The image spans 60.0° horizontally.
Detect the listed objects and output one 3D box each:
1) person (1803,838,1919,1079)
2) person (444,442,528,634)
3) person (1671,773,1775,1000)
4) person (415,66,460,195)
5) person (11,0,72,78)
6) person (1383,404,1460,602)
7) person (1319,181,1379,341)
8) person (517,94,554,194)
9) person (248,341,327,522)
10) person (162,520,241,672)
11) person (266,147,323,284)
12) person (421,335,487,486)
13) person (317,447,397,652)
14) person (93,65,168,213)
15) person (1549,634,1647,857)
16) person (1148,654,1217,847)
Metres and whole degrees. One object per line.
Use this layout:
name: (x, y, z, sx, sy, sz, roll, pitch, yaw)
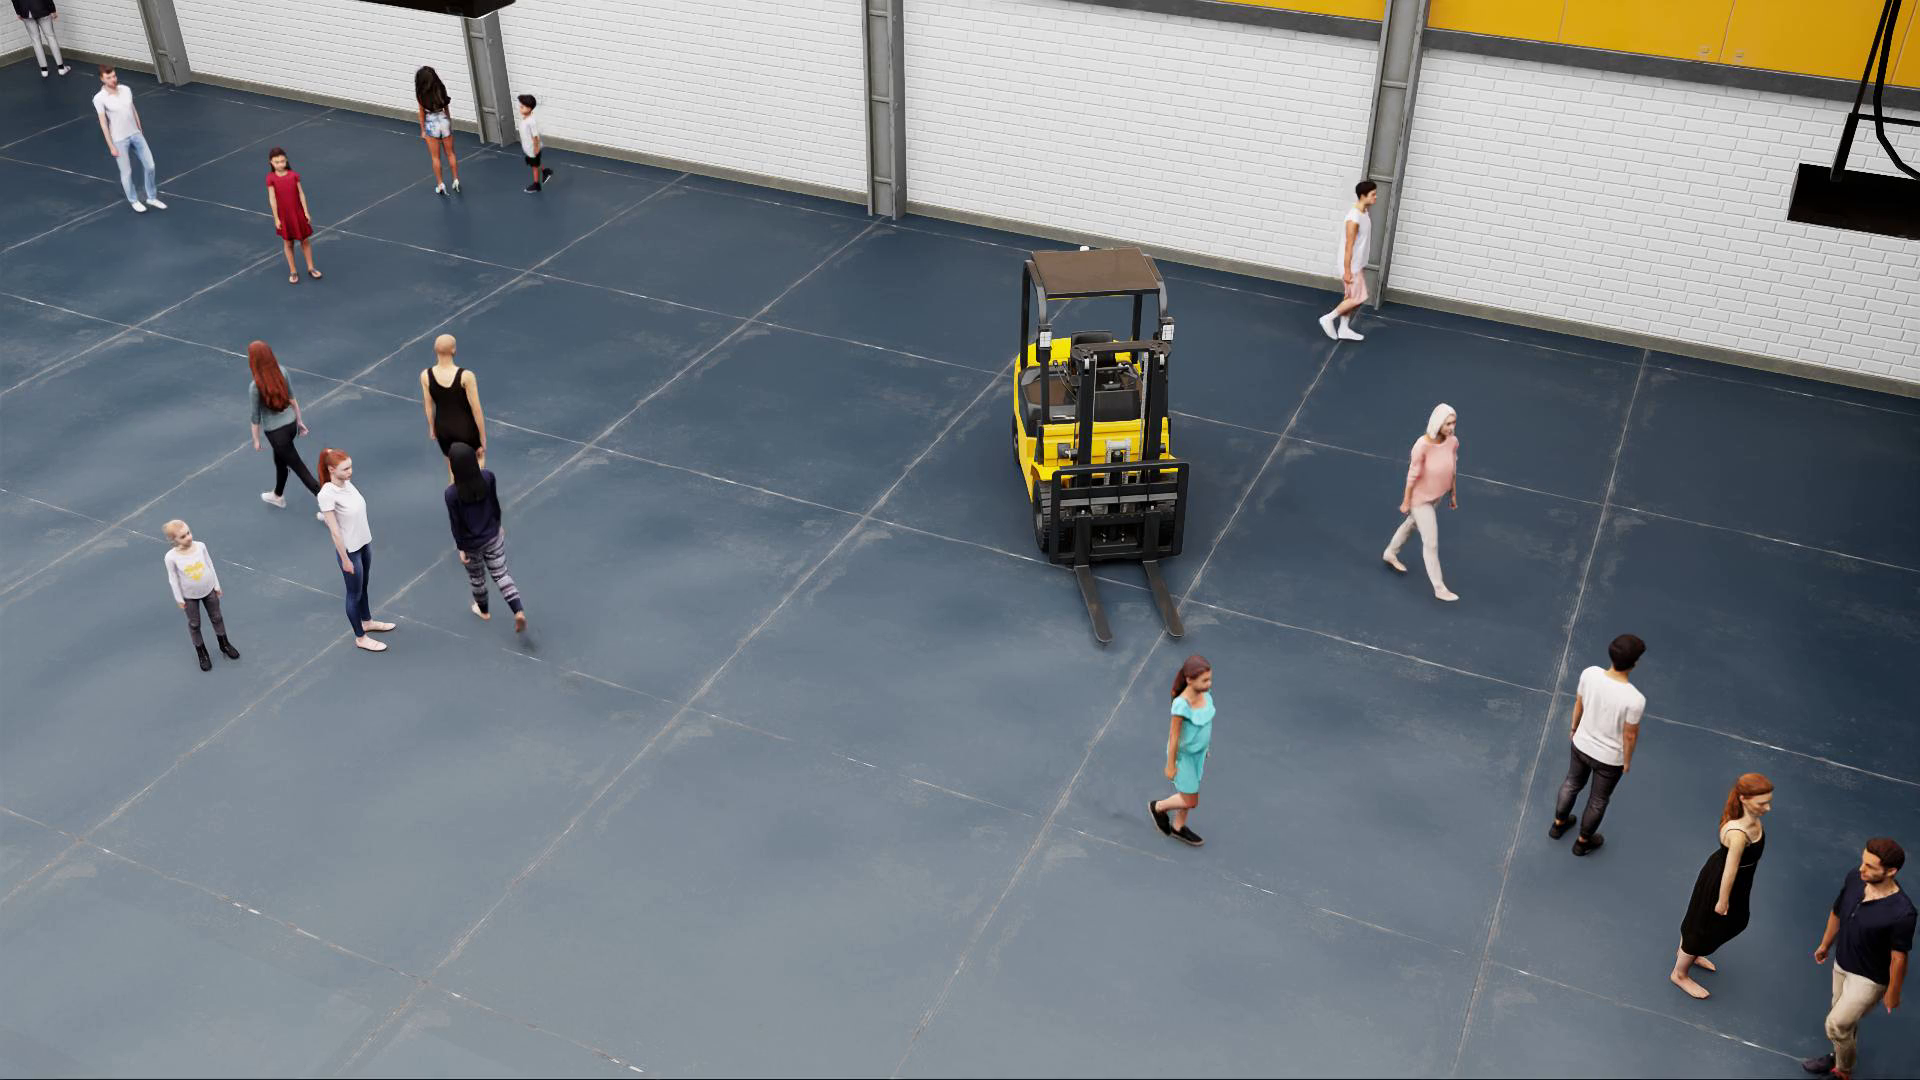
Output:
person: (5.145, 2.397, 9.364, 0.839, 1.825, 0.794, -7, 34, -11)
person: (-3.723, 0.005, 13.062, 0.855, 1.715, 1.065, -27, 42, -34)
person: (4.614, 2.053, 10.062, 0.591, 1.625, 0.602, 19, 38, 26)
person: (-6.554, -5.148, 20.897, 0.656, 1.624, 0.684, -24, 41, -32)
person: (-13.790, -7.914, 24.761, 0.768, 1.954, 0.853, -8, 35, -12)
person: (3.784, -0.380, 13.680, 0.996, 1.672, 1.187, -20, 39, -28)
person: (4.031, -2.912, 17.392, 0.704, 1.780, 0.639, 15, 36, 21)
person: (-5.382, -5.049, 21.082, 0.716, 1.255, 0.693, -21, 39, -29)
person: (-5.815, -0.887, 14.418, 1.129, 1.700, 0.583, 15, 36, 21)
person: (-5.905, 0.393, 12.874, 0.563, 1.276, 0.589, -27, 42, -35)
person: (-7.551, -3.691, 18.769, 0.672, 1.552, 0.731, -20, 38, -27)
person: (-4.350, -0.884, 14.321, 0.802, 1.802, 0.888, -2, 34, -4)
person: (-4.751, 0.057, 12.958, 0.645, 1.743, 0.643, 1, 34, 2)
person: (-10.270, -4.922, 20.369, 0.754, 1.832, 0.735, 21, 39, 29)
person: (4.246, 1.354, 11.031, 0.754, 1.717, 0.634, -22, 39, -29)
person: (1.466, 1.388, 11.126, 0.709, 1.555, 0.639, 25, 41, 33)
